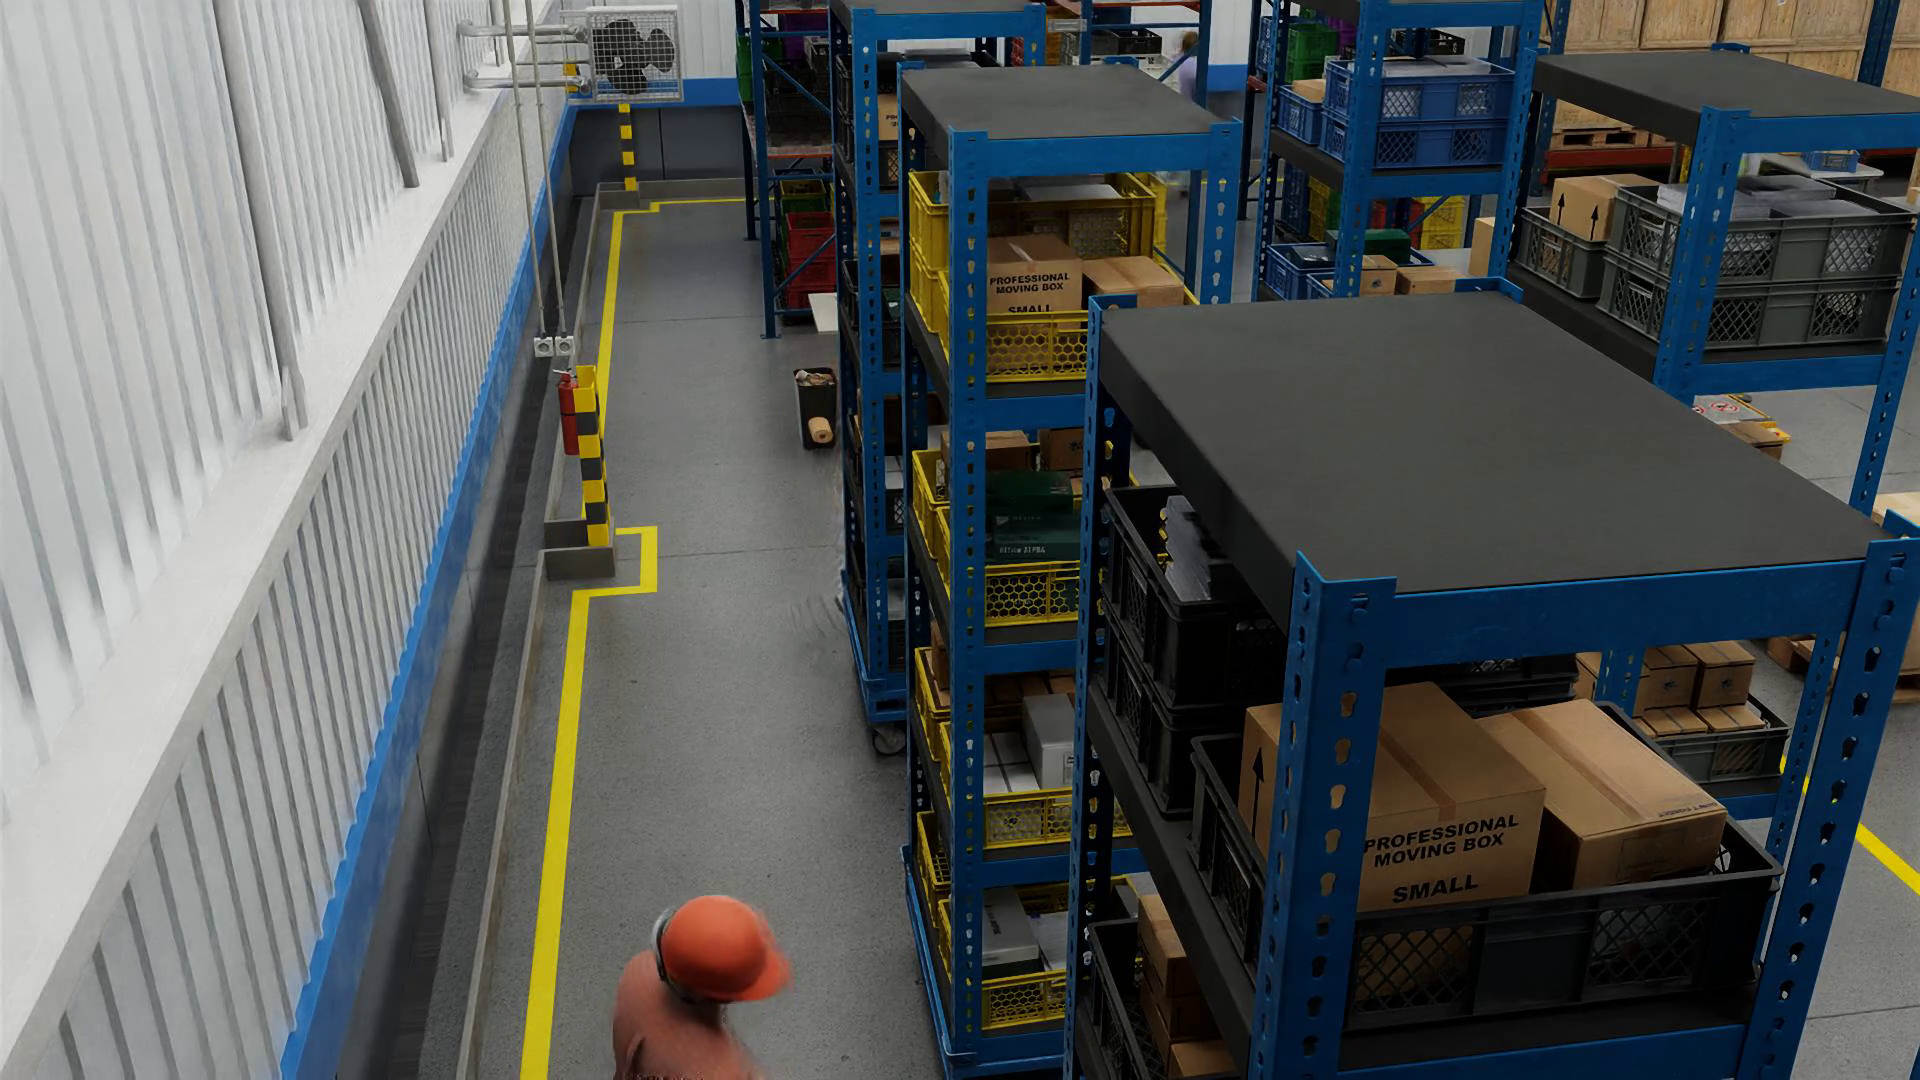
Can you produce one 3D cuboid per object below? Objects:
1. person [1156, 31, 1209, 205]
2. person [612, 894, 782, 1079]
[{"bbox_3d":[2.485,-4.721,18.613,0.671,1.880,0.929,11,27,23],"label":"person"},{"bbox_3d":[-0.723,1.738,4.493,0.449,1.951,0.645,-17,30,-32],"label":"person"}]
